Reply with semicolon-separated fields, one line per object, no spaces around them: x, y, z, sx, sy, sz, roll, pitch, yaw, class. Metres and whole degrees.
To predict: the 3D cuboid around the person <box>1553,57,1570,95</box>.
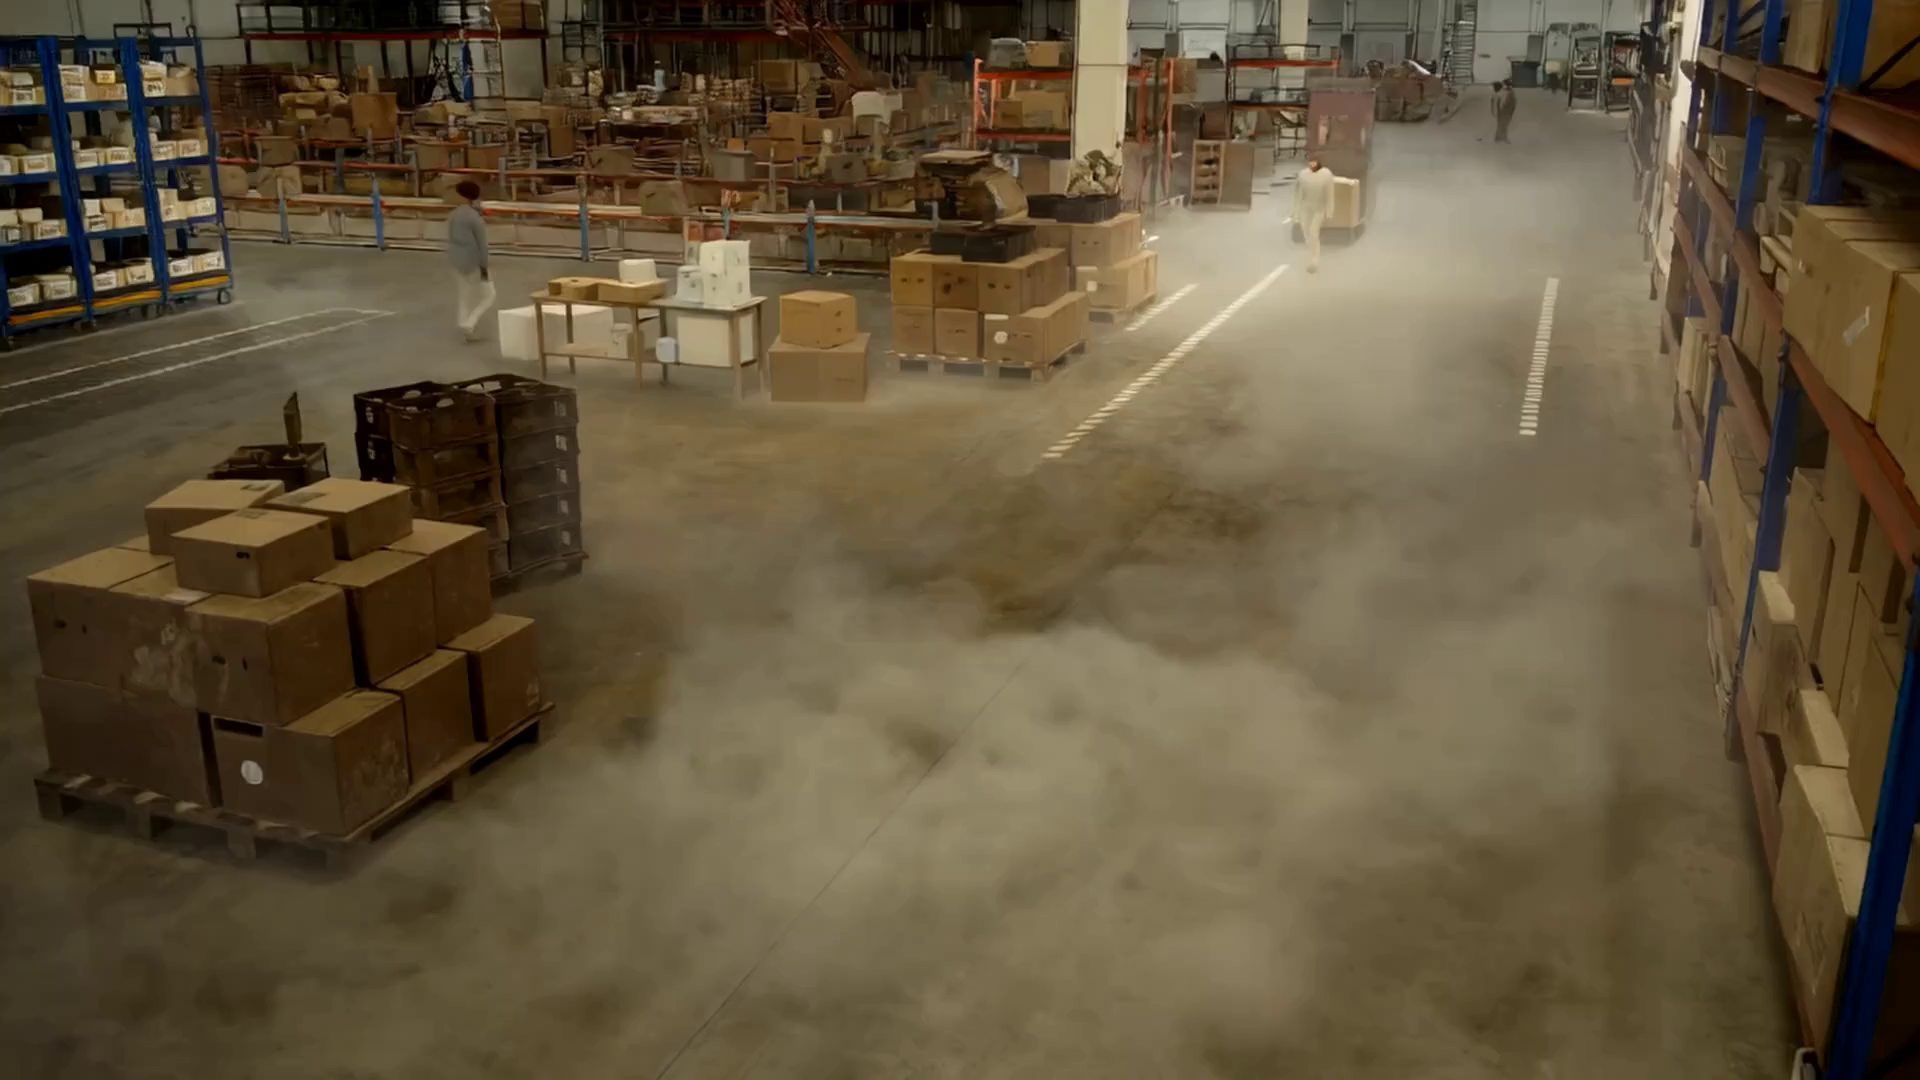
29.184;-22.419;80.350;0.925;1.796;0.521;7;19;20;person

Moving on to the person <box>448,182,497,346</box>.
-5.884;-3.310;20.025;0.710;1.970;0.447;11;21;32;person

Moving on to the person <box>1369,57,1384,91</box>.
19.867;-22.001;79.008;0.723;1.818;0.635;-6;19;-17;person

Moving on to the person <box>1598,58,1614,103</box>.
28.703;-20.462;74.061;0.634;1.886;0.982;-5;18;-15;person

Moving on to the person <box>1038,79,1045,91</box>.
3.127;-17.581;65.069;0.664;1.853;0.534;-9;20;-26;person

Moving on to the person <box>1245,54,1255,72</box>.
14.123;-22.755;81.223;0.638;1.914;0.717;-10;20;-28;person

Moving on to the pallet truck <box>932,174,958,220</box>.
-0.507;-5.292;27.348;0.653;1.274;1.630;6;19;19;pallet truck

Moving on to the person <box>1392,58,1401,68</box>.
21.728;-23.135;82.784;0.545;1.680;0.565;-10;20;-29;person

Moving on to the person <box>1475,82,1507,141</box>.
16.564;-13.332;51.784;0.997;1.816;0.534;14;23;38;person

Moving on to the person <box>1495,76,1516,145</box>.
16.642;-13.094;50.660;0.682;2.000;0.537;-14;23;-38;person

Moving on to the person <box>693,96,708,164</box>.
-6.899;-10.893;44.193;0.331;1.768;0.527;-5;18;-15;person

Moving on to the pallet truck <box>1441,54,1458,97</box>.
22.765;-21.886;78.355;0.823;1.965;1.885;-4;18;-14;pallet truck

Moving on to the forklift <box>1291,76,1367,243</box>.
6.598;-6.755;29.381;1.129;2.768;1.873;6;19;19;forklift

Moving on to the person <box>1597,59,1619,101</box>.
29.212;-20.676;74.769;0.993;1.855;0.718;11;21;31;person

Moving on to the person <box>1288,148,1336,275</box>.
5.380;-5.051;25.598;0.639;1.913;0.763;13;22;36;person

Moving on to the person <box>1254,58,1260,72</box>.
14.543;-22.969;82.172;0.492;1.742;0.316;4;18;12;person

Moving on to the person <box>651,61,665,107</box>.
-12.034;-18.061;66.287;0.447;2.023;0.638;16;24;41;person

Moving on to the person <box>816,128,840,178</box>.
-2.653;-7.408;33.361;0.531;1.692;0.320;9;20;25;person

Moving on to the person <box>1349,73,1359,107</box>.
13.303;-14.758;56.079;0.404;1.922;0.570;10;20;30;person

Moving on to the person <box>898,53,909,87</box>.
-2.961;-24.833;87.950;0.655;1.792;0.888;6;18;17;person

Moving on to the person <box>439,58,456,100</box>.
-23.374;-20.926;75.584;0.903;1.845;0.584;6;19;19;person

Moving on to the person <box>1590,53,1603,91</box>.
32.104;-23.619;83.954;0.696;1.895;0.797;16;23;40;person
